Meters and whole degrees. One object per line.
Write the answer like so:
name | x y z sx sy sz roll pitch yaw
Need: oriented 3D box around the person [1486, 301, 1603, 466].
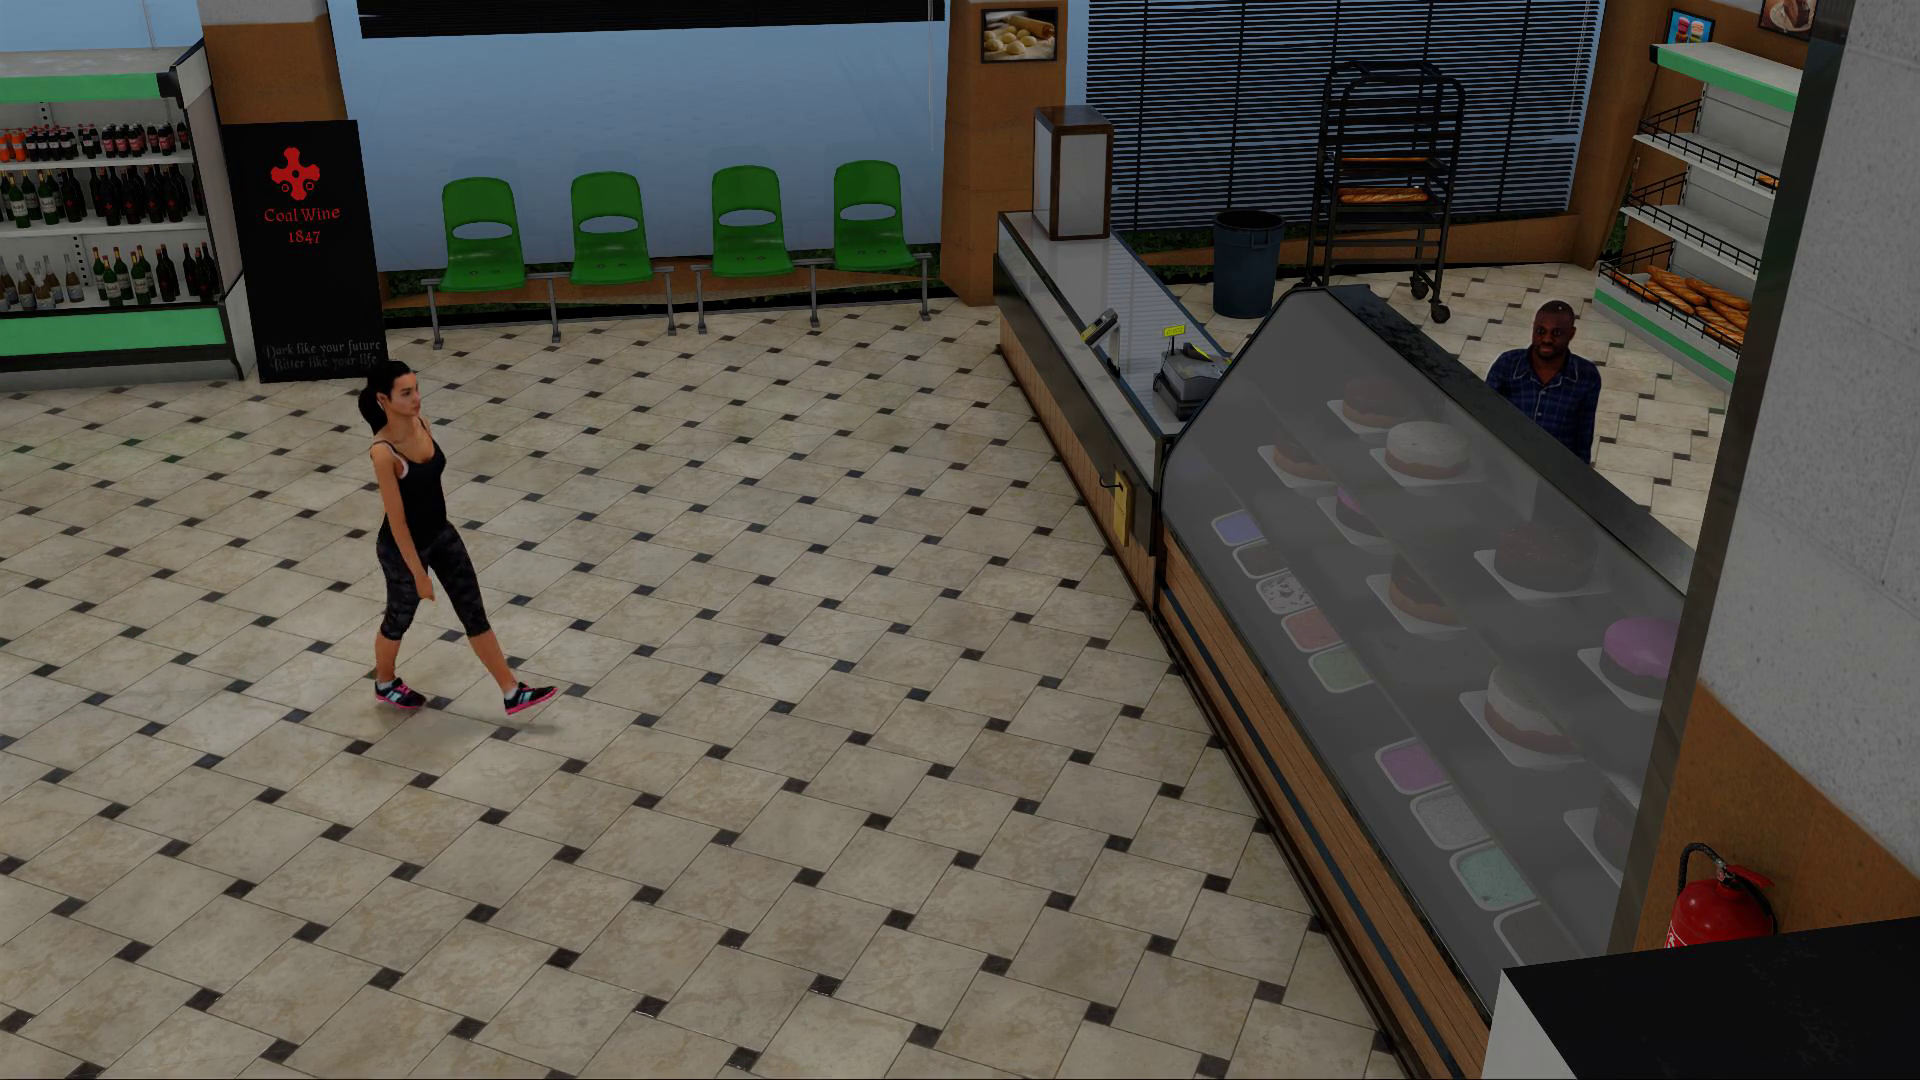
person | 2.580 -0.224 7.570 0.720 1.824 0.831 10 28 18

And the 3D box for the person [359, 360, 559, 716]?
person | -2.429 0.045 7.192 1.205 1.685 0.920 7 28 13
